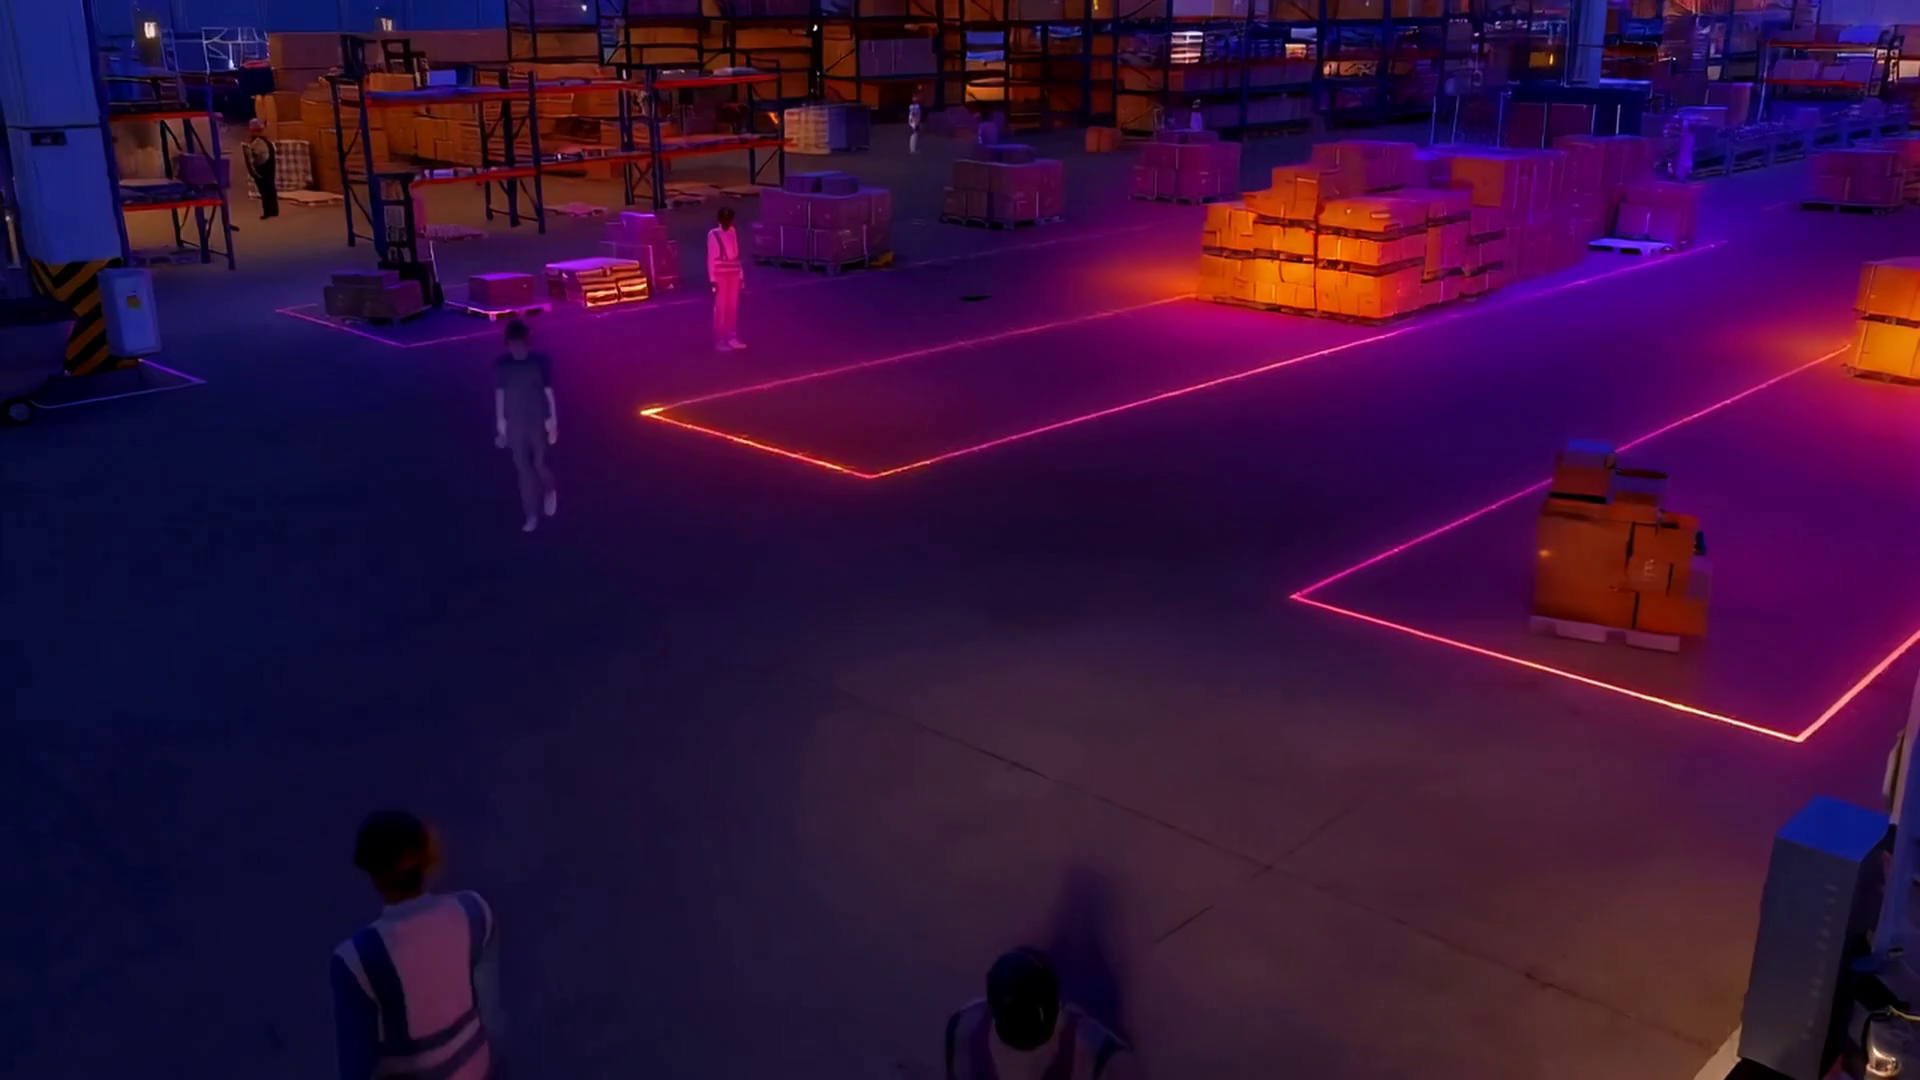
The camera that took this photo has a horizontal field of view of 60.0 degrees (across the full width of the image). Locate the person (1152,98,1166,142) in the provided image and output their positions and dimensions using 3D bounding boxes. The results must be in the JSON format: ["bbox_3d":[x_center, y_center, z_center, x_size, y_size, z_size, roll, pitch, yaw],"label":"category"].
[{"bbox_3d":[5.553,-11.458,46.269,0.372,1.622,0.539,-8,20,-22],"label":"person"}]

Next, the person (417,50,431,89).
[{"bbox_3d":[-23.412,-20.413,72.755,0.547,1.937,0.379,-6,19,-18],"label":"person"}]

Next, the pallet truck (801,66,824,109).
[{"bbox_3d":[-4.812,-15.182,56.903,0.823,1.965,1.885,-9,21,-26],"label":"pallet truck"}]

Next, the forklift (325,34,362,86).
[{"bbox_3d":[-23.663,-18.232,64.712,1.129,2.768,1.873,17,25,41],"label":"forklift"}]

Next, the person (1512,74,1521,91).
[{"bbox_3d":[19.797,-15.805,59.348,0.269,1.632,0.509,8,20,23],"label":"person"}]

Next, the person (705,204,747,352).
[{"bbox_3d":[-3.033,-3.410,21.612,0.355,1.885,0.575,12,22,33],"label":"person"}]

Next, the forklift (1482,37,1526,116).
[{"bbox_3d":[20.262,-16.925,60.775,1.873,2.768,1.129,10,21,29],"label":"forklift"}]

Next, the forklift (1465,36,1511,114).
[{"bbox_3d":[19.973,-17.201,61.605,1.873,2.768,1.129,16,24,40],"label":"forklift"}]

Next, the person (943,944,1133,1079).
[{"bbox_3d":[0.227,2.079,5.225,0.634,1.799,0.953,5,19,16],"label":"person"}]

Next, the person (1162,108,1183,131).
[{"bbox_3d":[5.391,-10.202,42.476,0.561,1.613,0.534,1,18,2],"label":"person"}]

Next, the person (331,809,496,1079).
[{"bbox_3d":[-1.893,1.818,5.785,0.543,1.928,0.650,15,23,38],"label":"person"}]

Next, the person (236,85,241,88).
[{"bbox_3d":[-20.193,-11.839,46.922,0.372,1.940,0.629,4,19,12],"label":"person"}]

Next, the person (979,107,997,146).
[{"bbox_3d":[0.594,-8.917,38.102,0.447,1.944,0.629,13,22,34],"label":"person"}]

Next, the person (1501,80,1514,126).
[{"bbox_3d":[16.505,-12.900,50.208,1.011,1.879,0.570,-15,24,-38],"label":"person"}]

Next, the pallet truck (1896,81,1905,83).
[{"bbox_3d":[34.802,-16.331,61.455,0.653,1.274,1.630,17,25,41],"label":"pallet truck"}]

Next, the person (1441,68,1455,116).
[{"bbox_3d":[17.973,-16.479,61.249,0.543,1.718,0.924,-15,24,-38],"label":"person"}]

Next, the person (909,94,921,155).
[{"bbox_3d":[-1.261,-11.772,47.128,0.334,1.686,0.535,7,20,21],"label":"person"}]

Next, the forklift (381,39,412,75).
[{"bbox_3d":[-19.673,-16.114,58.329,1.873,2.768,1.129,17,25,41],"label":"forklift"}]

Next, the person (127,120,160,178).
[{"bbox_3d":[-18.931,-9.083,38.654,0.763,1.912,0.642,13,22,34],"label":"person"}]

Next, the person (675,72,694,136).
[{"bbox_3d":[-8.830,-14.006,53.425,0.616,1.959,0.651,5,19,14],"label":"person"}]

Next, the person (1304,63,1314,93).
[{"bbox_3d":[14.507,-19.074,69.162,0.539,1.655,0.882,4,19,11],"label":"person"}]

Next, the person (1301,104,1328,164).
[{"bbox_3d":[9.010,-10.117,42.049,0.549,1.749,0.520,-4,19,-11],"label":"person"}]

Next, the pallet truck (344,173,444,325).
[{"bbox_3d":[-8.209,-4.181,23.757,0.823,1.965,1.885,3,19,9],"label":"pallet truck"}]

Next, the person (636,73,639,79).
[{"bbox_3d":[-10.819,-15.065,56.912,1.006,1.787,0.635,-10,21,-27],"label":"person"}]

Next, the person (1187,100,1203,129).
[{"bbox_3d":[5.799,-9.979,41.398,0.704,1.889,0.536,6,19,16],"label":"person"}]

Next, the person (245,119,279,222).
[{"bbox_3d":[-14.116,-7.457,33.560,0.537,2.000,0.688,0,18,1],"label":"person"}]

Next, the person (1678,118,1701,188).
[{"bbox_3d":[15.434,-7.969,35.276,0.366,1.930,0.542,2,19,7],"label":"person"}]

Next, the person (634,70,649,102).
[{"bbox_3d":[-10.756,-14.881,56.133,0.381,1.911,0.619,15,24,38],"label":"person"}]

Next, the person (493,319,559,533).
[{"bbox_3d":[-3.761,-0.999,14.393,0.518,1.856,0.461,1,18,2],"label":"person"}]

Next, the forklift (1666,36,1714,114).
[{"bbox_3d":[27.341,-17.291,61.877,1.129,2.768,1.873,17,25,41],"label":"forklift"}]
